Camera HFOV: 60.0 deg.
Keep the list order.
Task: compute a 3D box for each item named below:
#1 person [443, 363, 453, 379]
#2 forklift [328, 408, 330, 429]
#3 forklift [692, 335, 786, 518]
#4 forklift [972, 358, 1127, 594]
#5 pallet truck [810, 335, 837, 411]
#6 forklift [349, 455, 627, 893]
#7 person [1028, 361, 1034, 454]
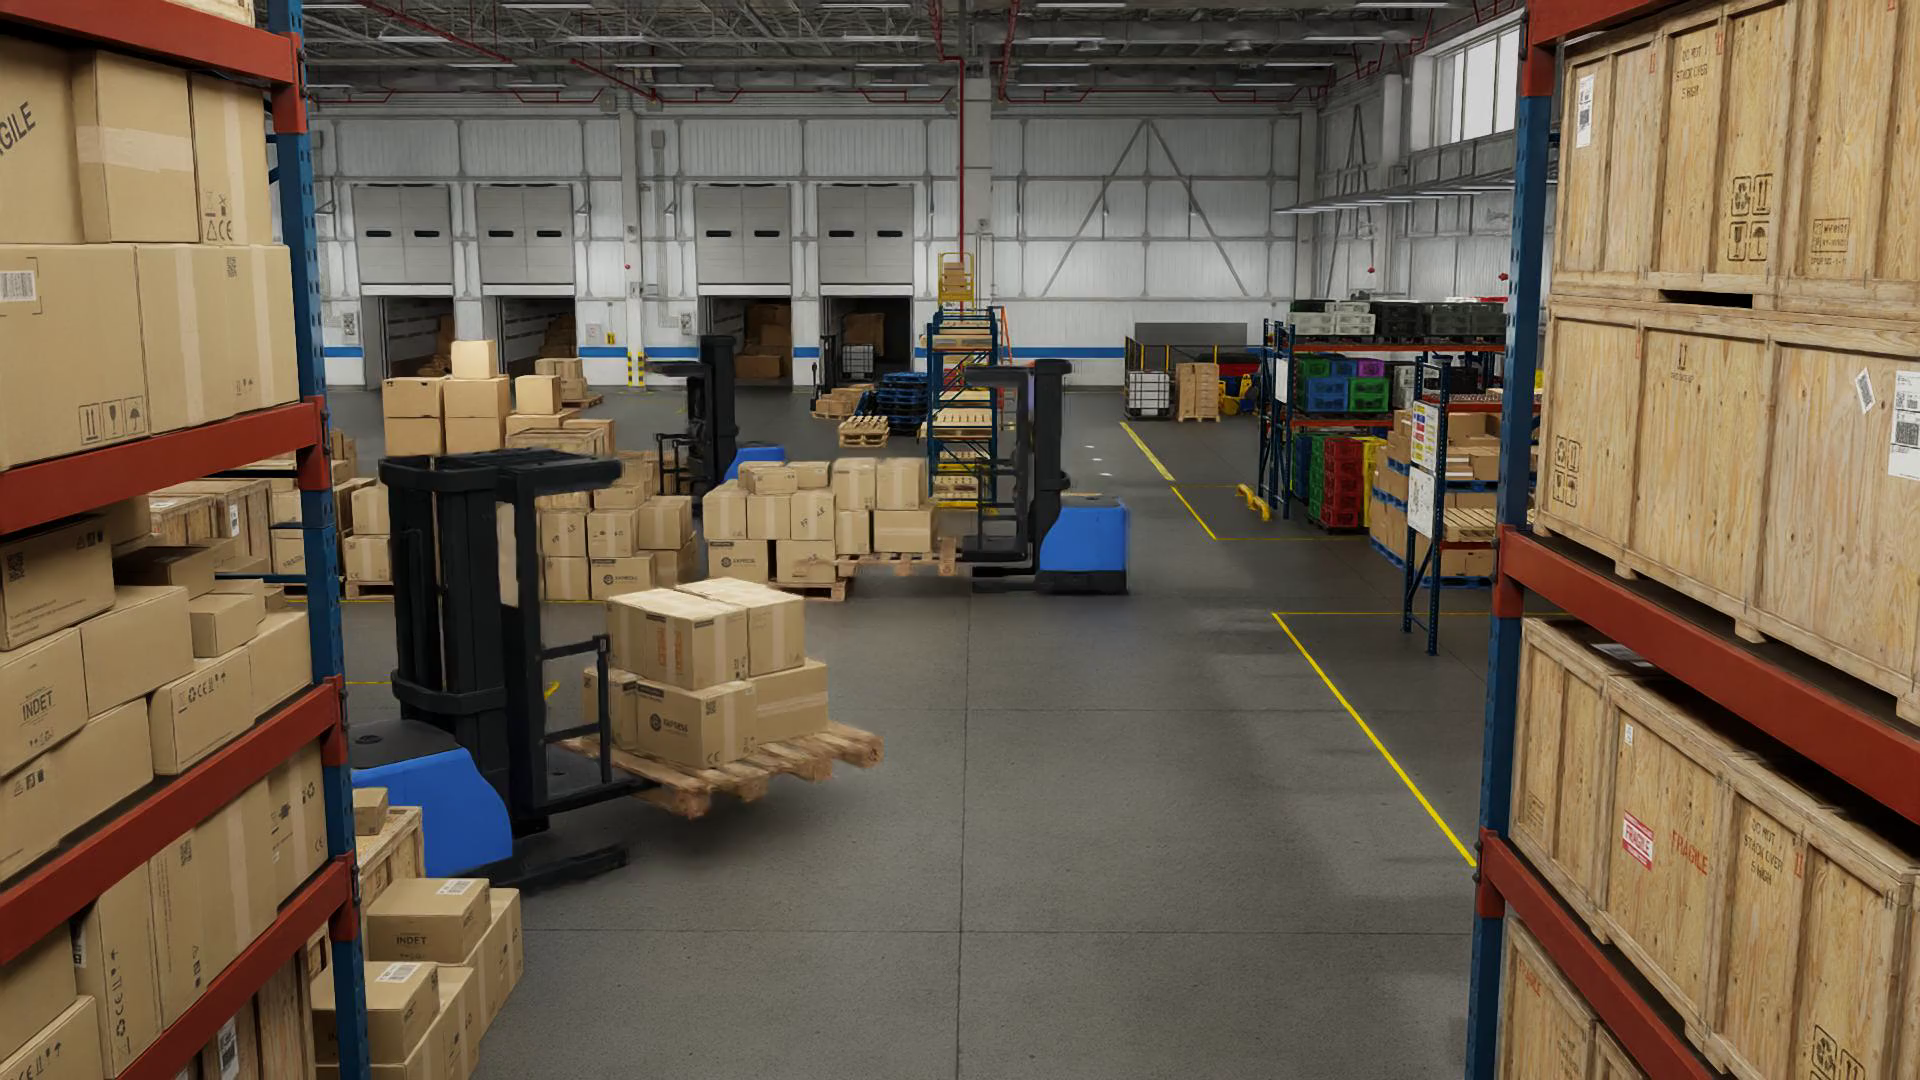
[{"bbox_3d":[-11.594,-3.222,37.907,0.310,1.632,0.521,4,11,21],"label":"person"},{"bbox_3d":[-13.015,-2.830,32.031,1.129,2.768,1.873,0,10,1],"label":"forklift"},{"bbox_3d":[-3.780,-1.824,26.224,1.873,2.768,1.129,-4,11,-24],"label":"forklift"},{"bbox_3d":[1.086,-0.806,20.352,1.873,2.768,1.129,0,10,1],"label":"forklift"},{"bbox_3d":[-3.021,-4.312,43.126,1.885,1.965,0.823,3,10,17],"label":"pallet truck"},{"bbox_3d":[-3.288,0.876,10.645,1.873,2.768,1.129,-10,14,-44],"label":"forklift"},{"bbox_3d":[1.529,-2.735,34.296,0.612,1.898,0.617,4,11,22],"label":"person"}]
